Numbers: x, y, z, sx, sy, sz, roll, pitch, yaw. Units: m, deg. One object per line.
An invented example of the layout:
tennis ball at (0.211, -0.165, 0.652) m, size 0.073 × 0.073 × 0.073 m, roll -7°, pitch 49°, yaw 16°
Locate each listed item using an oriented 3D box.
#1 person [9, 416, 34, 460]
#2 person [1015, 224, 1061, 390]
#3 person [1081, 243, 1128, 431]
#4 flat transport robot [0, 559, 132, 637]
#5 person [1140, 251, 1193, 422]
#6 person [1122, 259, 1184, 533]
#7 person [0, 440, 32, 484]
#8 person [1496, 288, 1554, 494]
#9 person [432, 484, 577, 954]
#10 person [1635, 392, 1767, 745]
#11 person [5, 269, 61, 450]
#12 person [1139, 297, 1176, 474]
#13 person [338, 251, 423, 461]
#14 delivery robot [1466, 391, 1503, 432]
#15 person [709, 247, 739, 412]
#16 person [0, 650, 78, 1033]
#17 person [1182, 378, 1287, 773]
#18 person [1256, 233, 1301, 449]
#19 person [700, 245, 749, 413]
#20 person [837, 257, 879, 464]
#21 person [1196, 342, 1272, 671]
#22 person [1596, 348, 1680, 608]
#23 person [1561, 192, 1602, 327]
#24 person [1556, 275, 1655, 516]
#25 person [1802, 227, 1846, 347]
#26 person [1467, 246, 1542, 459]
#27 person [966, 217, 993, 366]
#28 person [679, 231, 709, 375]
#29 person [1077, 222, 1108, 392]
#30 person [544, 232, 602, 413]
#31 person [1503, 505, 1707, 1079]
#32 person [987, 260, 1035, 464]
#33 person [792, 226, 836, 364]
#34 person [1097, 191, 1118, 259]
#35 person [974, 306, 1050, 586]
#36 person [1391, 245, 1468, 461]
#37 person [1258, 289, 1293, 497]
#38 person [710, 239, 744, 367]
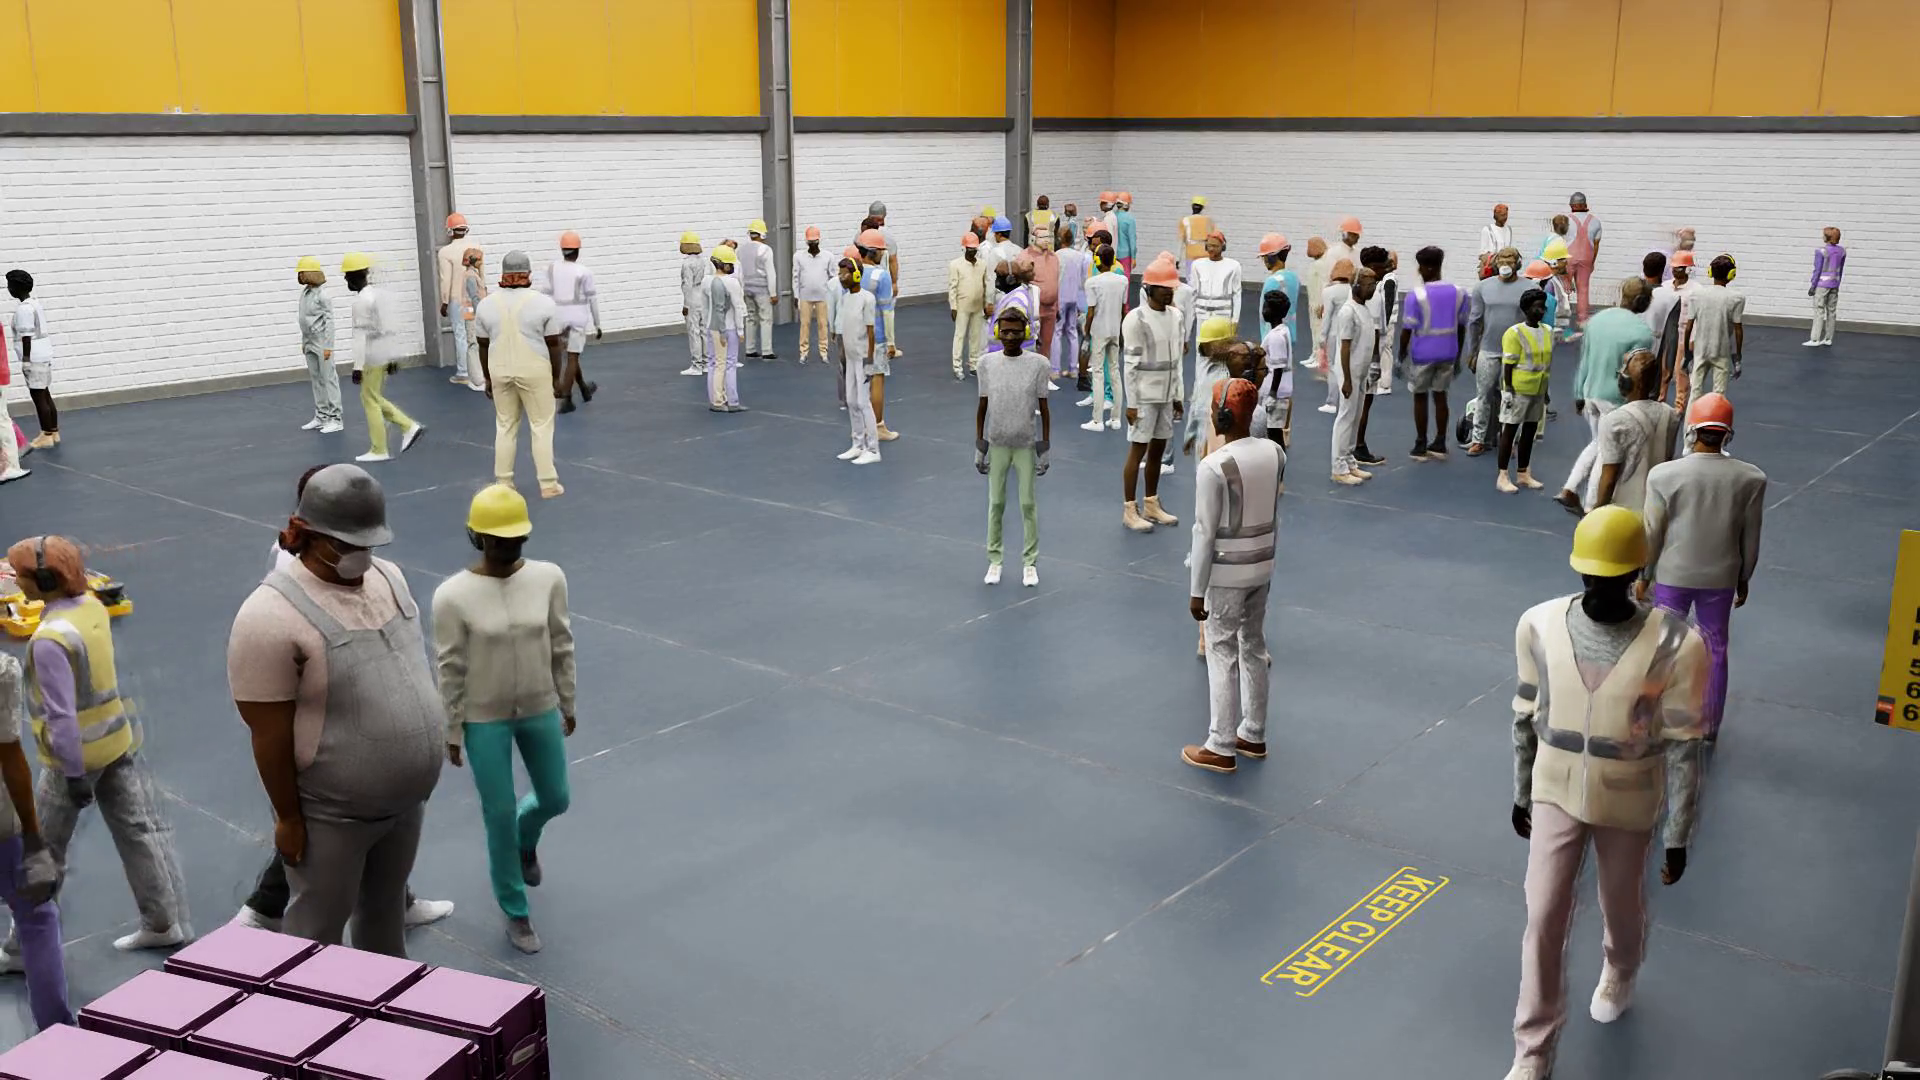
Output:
person at (-8.799, -1.565, 15.018) m, size 0.520 × 1.757 × 0.648 m, roll -12°, pitch 18°, yaw -39°
person at (0.915, -2.635, 18.975) m, size 0.652 × 1.906 × 0.409 m, roll -12°, pitch 19°, yaw -40°
person at (1.437, -2.016, 16.590) m, size 0.509 × 1.865 × 0.328 m, roll -8°, pitch 16°, yaw -29°
flat transport robot at (-5.891, 0.317, 10.497) m, size 1.431 × 0.197 × 0.652 m, roll 11°, pitch 18°, yaw 38°
person at (2.094, -2.074, 17.041) m, size 0.564 × 1.752 × 0.339 m, roll -1°, pitch 14°, yaw -3°
person at (1.478, -1.085, 12.503) m, size 0.610 × 2.042 × 0.396 m, roll -13°, pitch 19°, yaw -42°
person at (-8.428, -1.329, 13.898) m, size 0.959 × 1.843 × 0.684 m, roll 3°, pitch 14°, yaw 10°
person at (4.708, -1.239, 13.822) m, size 0.540 × 1.696 × 0.315 m, roll -8°, pitch 16°, yaw -29°
person at (-1.699, 0.634, 6.231) m, size 0.535 × 1.755 × 0.548 m, roll -10°, pitch 17°, yaw -35°
person at (3.603, 0.149, 8.159) m, size 0.563 × 1.752 × 0.328 m, roll 2°, pitch 14°, yaw 7°
person at (-8.750, -1.707, 15.717) m, size 0.320 × 1.686 × 0.539 m, roll -5°, pitch 15°, yaw -18°
person at (1.741, -1.391, 14.558) m, size 0.266 × 1.631 × 0.507 m, roll -3°, pitch 14°, yaw -10°
person at (-5.295, -1.653, 15.056) m, size 0.535 × 1.906 × 0.611 m, roll -2°, pitch 14°, yaw -7°
delivery robot at (5.157, -1.278, 16.103) m, size 0.477 × 0.478 × 0.707 m, roll 9°, pitch 16°, yaw 31°
person at (-2.496, -2.228, 17.667) m, size 0.339 × 1.756 × 0.532 m, roll -1°, pitch 14°, yaw -3°
person at (-3.042, 0.904, 5.013) m, size 0.575 × 1.832 × 0.809 m, roll 4°, pitch 15°, yaw 14°
person at (1.292, 0.168, 7.847) m, size 0.569 × 1.878 × 0.351 m, roll -12°, pitch 18°, yaw -39°
person at (2.917, -1.824, 15.480) m, size 0.398 × 2.033 × 0.605 m, roll 8°, pitch 16°, yaw 30°
person at (-2.507, -2.237, 17.673) m, size 0.530 × 1.768 × 0.312 m, roll 8°, pitch 16°, yaw 29°
person at (-0.935, -1.618, 15.028) m, size 0.340 × 1.855 × 0.526 m, roll -10°, pitch 17°, yaw -34°
person at (1.546, -0.189, 9.325) m, size 0.326 × 1.843 × 0.517 m, roll -7°, pitch 16°, yaw -27°
person at (3.629, -0.118, 9.042) m, size 0.506 × 1.846 × 0.348 m, roll -6°, pitch 15°, yaw -22°
person at (9.255, -4.231, 25.082) m, size 0.683 × 2.000 × 0.535 m, roll 0°, pitch 14°, yaw -1°
person at (4.947, -1.051, 12.641) m, size 0.495 × 1.911 × 0.649 m, roll -5°, pitch 15°, yaw -19°
person at (11.914, -3.480, 22.883) m, size 0.516 × 1.645 × 0.308 m, roll -5°, pitch 15°, yaw -20°
person at (4.962, -1.714, 15.228) m, size 0.638 × 1.938 × 0.356 m, roll 6°, pitch 15°, yaw 22°
person at (0.274, -3.076, 20.789) m, size 0.359 × 1.882 × 0.575 m, roll -2°, pitch 14°, yaw -7°
person at (-3.281, -2.900, 20.363) m, size 0.298 × 1.743 × 0.493 m, roll 4°, pitch 15°, yaw 15°
person at (1.532, -2.665, 19.055) m, size 0.382 × 1.929 × 0.538 m, roll 0°, pitch 14°, yaw 2°
person at (-4.139, -2.357, 17.892) m, size 0.569 × 1.882 × 1.006 m, roll 3°, pitch 14°, yaw 13°
person at (2.056, 0.791, 5.328) m, size 0.600 × 1.891 × 0.936 m, roll 10°, pitch 17°, yaw 34°
person at (0.457, -1.596, 14.984) m, size 0.429 × 1.837 × 0.624 m, roll 1°, pitch 14°, yaw 3°
person at (-1.859, -3.130, 21.262) m, size 0.564 × 1.752 × 0.339 m, roll -1°, pitch 14°, yaw -4°
person at (2.314, -4.453, 26.053) m, size 0.370 × 1.996 × 0.622 m, roll 3°, pitch 14°, yaw 11°
person at (0.348, -0.615, 11.004) m, size 0.508 × 1.862 × 0.326 m, roll 2°, pitch 14°, yaw 9°
person at (4.260, -1.692, 15.108) m, size 0.644 × 1.960 × 0.479 m, roll -3°, pitch 14°, yaw -13°
person at (2.576, -1.205, 13.688) m, size 0.316 × 1.695 × 0.542 m, roll 3°, pitch 14°, yaw 12°
person at (-2.915, -2.944, 20.794) m, size 0.328 × 1.627 × 0.524 m, roll 11°, pitch 18°, yaw 38°
